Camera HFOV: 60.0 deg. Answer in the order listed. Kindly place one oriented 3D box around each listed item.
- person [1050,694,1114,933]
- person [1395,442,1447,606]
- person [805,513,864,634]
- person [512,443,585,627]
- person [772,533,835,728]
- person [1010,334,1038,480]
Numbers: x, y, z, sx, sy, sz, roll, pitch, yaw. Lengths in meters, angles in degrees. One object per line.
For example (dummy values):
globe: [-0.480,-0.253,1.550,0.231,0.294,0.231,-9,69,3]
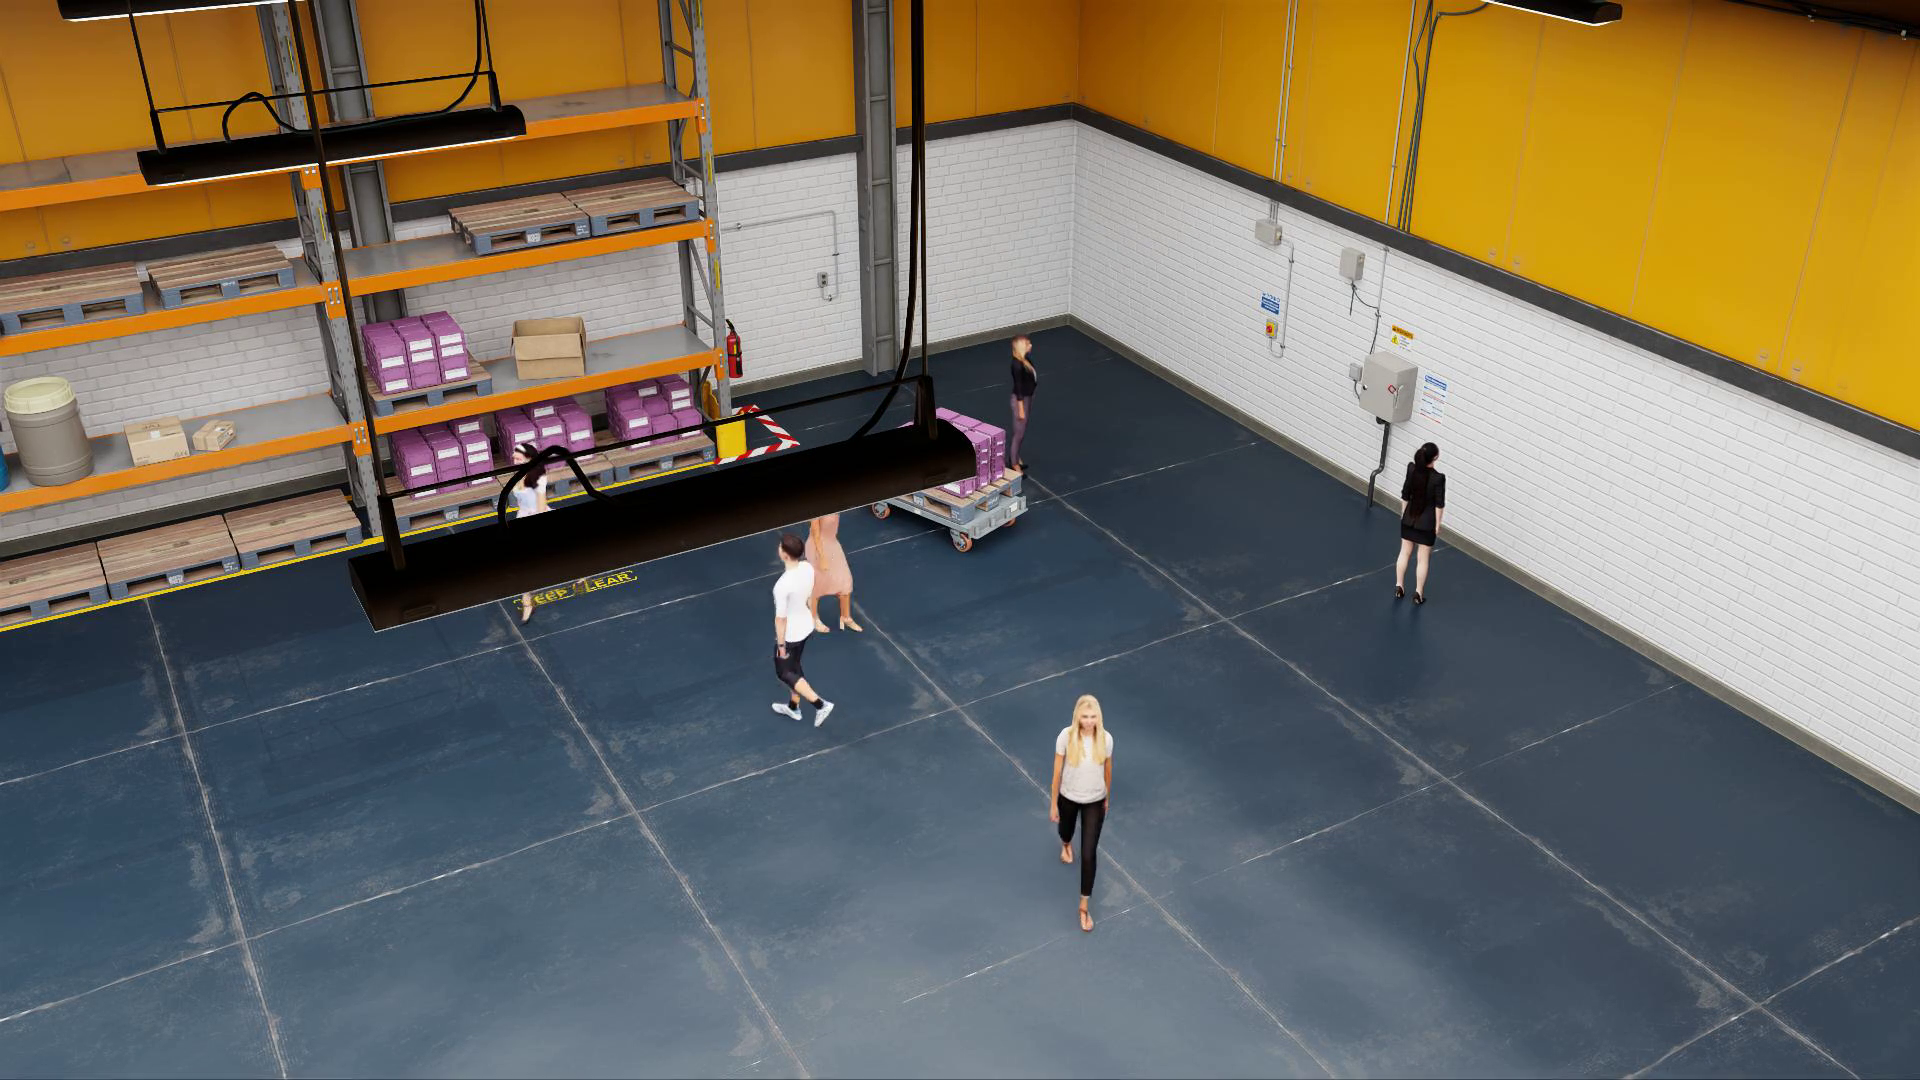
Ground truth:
person: [0.857,1.875,12.183,1.182,1.791,1.041,-1,29,-1]
person: [4.428,-0.168,16.028,0.643,1.696,0.608,25,37,38]
person: [-1.354,0.073,15.464,0.900,1.813,0.853,13,31,22]
person: [-3.952,-0.104,15.823,1.066,1.780,1.258,14,32,24]
person: [-1.349,0.792,14.124,0.987,1.834,1.006,16,33,27]
person: [0.655,-1.509,18.514,0.712,1.671,0.676,4,29,8]
